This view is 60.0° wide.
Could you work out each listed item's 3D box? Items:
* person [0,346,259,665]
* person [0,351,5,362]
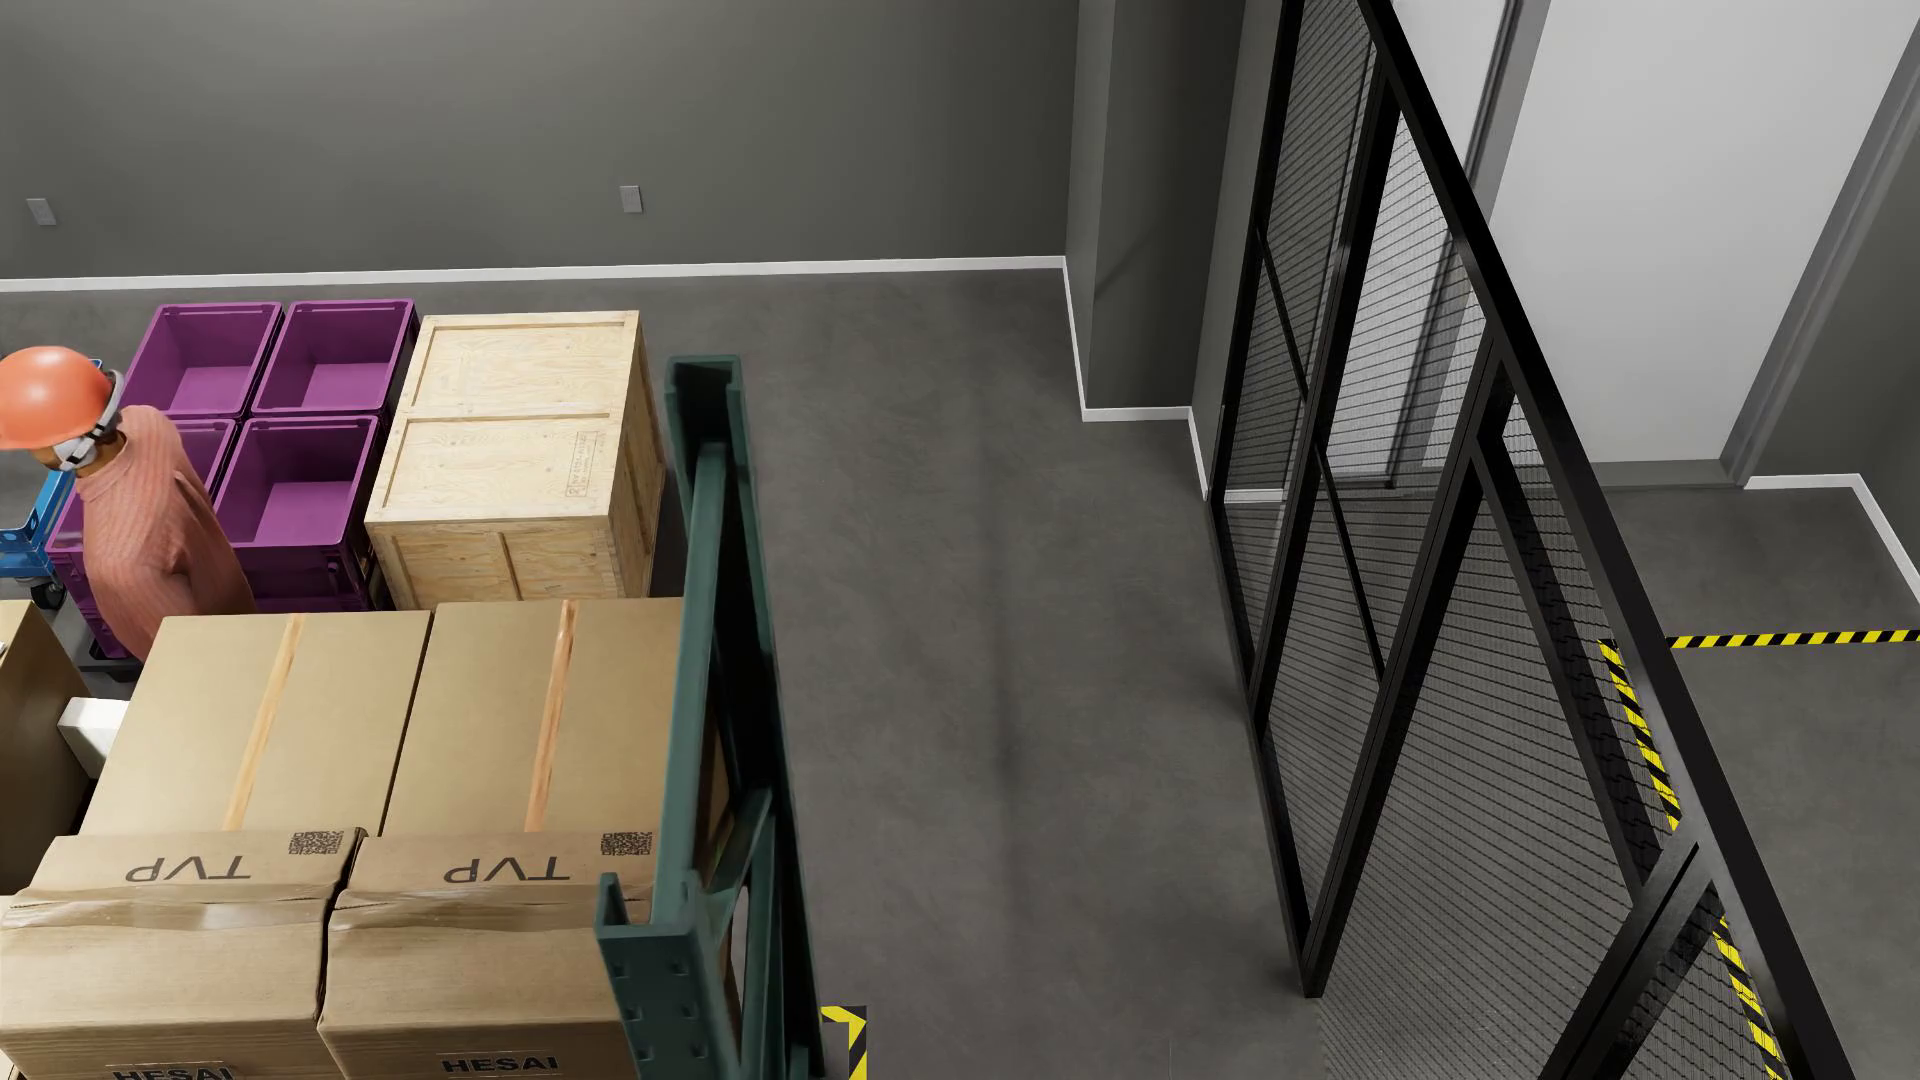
[{"bbox_3d":[-2.067,0.264,4.467,0.399,1.990,0.622,-12,48,-11],"label":"person"},{"bbox_3d":[-4.038,-1.270,5.969,0.373,1.940,0.630,-3,46,-3],"label":"person"}]
